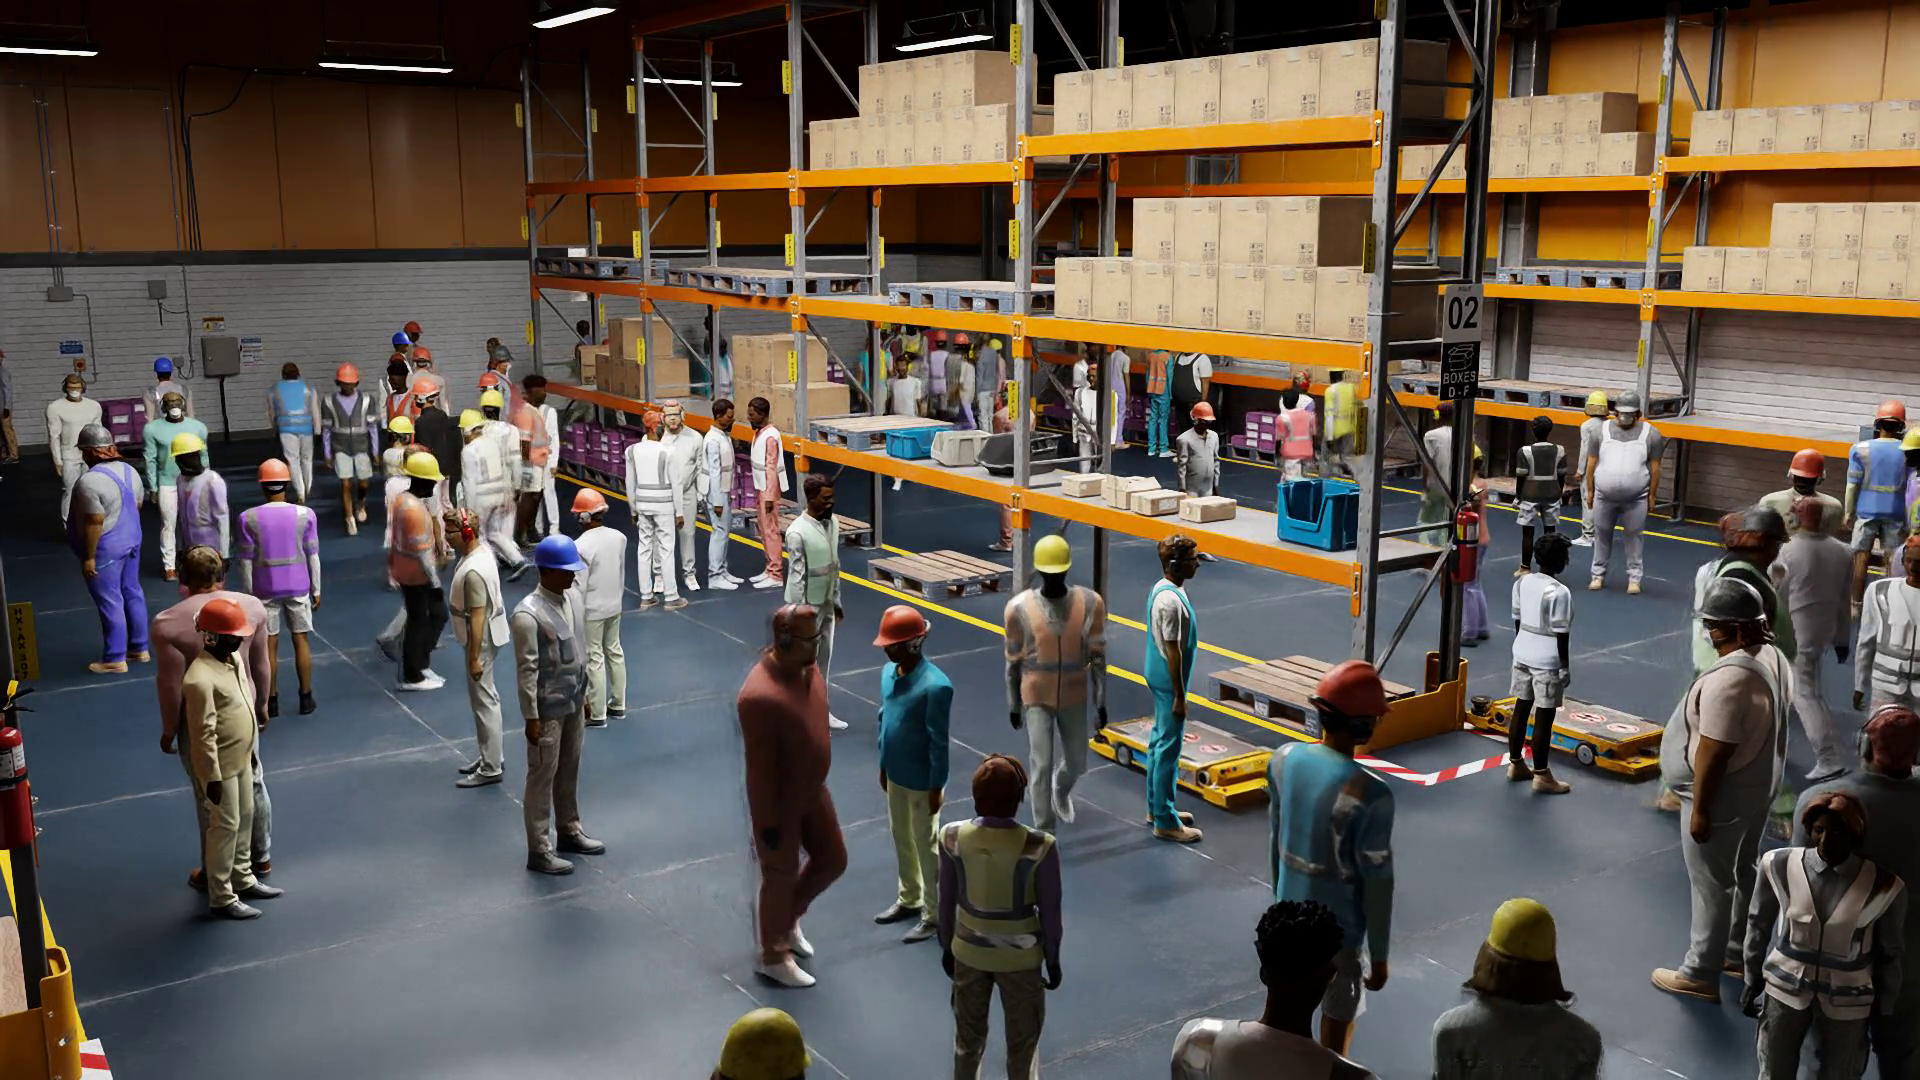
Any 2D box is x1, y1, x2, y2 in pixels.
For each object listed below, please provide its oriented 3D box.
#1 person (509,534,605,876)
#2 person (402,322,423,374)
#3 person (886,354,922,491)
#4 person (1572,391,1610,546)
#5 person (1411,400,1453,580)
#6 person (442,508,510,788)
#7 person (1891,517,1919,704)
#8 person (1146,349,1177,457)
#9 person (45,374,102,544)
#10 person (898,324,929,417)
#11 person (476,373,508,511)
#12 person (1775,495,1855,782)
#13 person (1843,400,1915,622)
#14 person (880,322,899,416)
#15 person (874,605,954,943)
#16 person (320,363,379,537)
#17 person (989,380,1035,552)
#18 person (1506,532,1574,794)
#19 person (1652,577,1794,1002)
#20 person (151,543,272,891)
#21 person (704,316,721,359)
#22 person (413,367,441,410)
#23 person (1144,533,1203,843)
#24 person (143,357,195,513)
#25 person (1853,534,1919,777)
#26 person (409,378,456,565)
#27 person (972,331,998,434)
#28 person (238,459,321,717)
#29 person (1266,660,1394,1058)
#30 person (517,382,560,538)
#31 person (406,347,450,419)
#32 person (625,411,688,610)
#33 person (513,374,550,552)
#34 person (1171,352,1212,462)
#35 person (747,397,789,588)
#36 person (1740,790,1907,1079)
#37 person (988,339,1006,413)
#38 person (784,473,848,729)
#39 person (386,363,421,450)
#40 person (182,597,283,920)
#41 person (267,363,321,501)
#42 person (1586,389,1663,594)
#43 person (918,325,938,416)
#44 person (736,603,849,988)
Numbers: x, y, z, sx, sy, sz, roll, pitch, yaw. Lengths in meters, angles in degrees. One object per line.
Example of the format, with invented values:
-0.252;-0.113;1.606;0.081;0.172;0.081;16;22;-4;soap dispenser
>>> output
-2.281;0.917;9.425;0.412;1.938;0.609;4;12;18;person
-8.934;-2.576;27.193;0.418;1.984;0.635;1;11;7;person
-0.763;-1.624;22.679;0.524;1.853;0.696;2;11;9;person
7.130;-0.803;18.725;0.492;1.742;0.324;-5;12;-24;person
4.929;-0.509;17.000;0.505;1.836;0.524;-2;11;-8;person
-3.136;0.690;10.854;0.394;1.836;0.559;-3;11;-15;person
6.386;0.656;10.849;0.682;1.920;0.626;5;12;25;person
3.092;-2.240;25.631;0.392;1.919;0.590;-8;14;-36;person
-9.958;-0.915;18.807;0.376;1.936;0.627;7;13;33;person
-0.885;-3.089;30.191;0.621;1.837;0.429;1;11;5;person
-5.850;-1.227;20.904;0.379;1.739;0.565;-3;11;-14;person
5.635;0.637;11.077;0.670;1.860;0.985;-4;12;-17;person
8.374;-0.251;15.132;0.607;2.044;0.379;5;12;22;person
-1.337;-3.093;30.239;0.403;1.826;0.592;-7;13;-32;person
-0.265;1.183;8.569;0.349;1.740;0.575;-8;14;-35;person
-7.109;-1.070;19.383;0.623;2.021;0.618;-5;12;-23;person
0.549;-0.821;18.436;0.401;1.900;0.636;9;14;39;person
3.757;0.783;10.737;0.320;1.692;0.531;-3;11;-16;person
3.608;1.159;7.920;0.679;2.000;0.535;-10;15;-42;person
-4.092;0.970;9.147;0.370;1.941;0.627;9;15;40;person
-4.629;-3.274;31.106;0.344;1.847;0.505;3;11;13;person
-7.859;-1.854;24.554;0.517;1.596;0.867;2;11;12;person
1.273;0.869;9.905;0.345;1.846;0.508;0;11;-1;person
-9.835;-1.296;20.719;0.399;1.949;0.605;11;15;43;person
5.573;0.876;9.774;0.577;1.881;0.349;6;13;30;person
-5.618;-0.726;17.685;0.387;1.996;0.611;1;11;7;person
0.368;-2.298;25.874;0.363;1.939;0.636;6;12;26;person
-5.025;0.357;12.338;0.547;1.925;0.391;-5;12;-24;person
1.439;1.455;6.443;0.417;2.035;0.607;-7;13;-31;person
-4.766;-0.885;18.814;0.602;1.876;0.371;6;12;27;person
-7.027;-1.534;21.854;0.617;1.986;0.408;-3;12;-17;person
-2.857;-0.276;15.658;0.572;1.887;0.354;4;12;20;person
-4.818;-0.868;18.559;0.467;1.944;0.698;-1;11;-6;person
3.400;-2.134;24.772;0.536;2.000;0.699;-7;13;-34;person
-1.936;-0.483;16.680;0.408;1.907;0.598;-4;12;-18;person
3.168;1.707;6.147;0.523;1.638;0.310;7;13;33;person
0.583;-2.303;26.376;0.371;1.758;0.528;-1;11;-7;person
-1.045;0.462;11.842;0.391;1.911;0.585;5;12;23;person
-6.650;-1.150;19.967;0.607;1.961;0.370;7;13;31;person
-3.847;1.146;8.774;0.355;1.736;0.575;-1;11;-5;person
-8.715;-1.426;21.811;0.620;1.789;1.000;-6;12;-27;person
6.502;-0.490;16.357;0.684;2.000;0.535;5;12;25;person
-0.640;-3.207;30.802;0.430;1.839;0.639;8;14;36;person
-0.794;1.224;7.977;0.430;1.887;0.665;5;12;25;person
